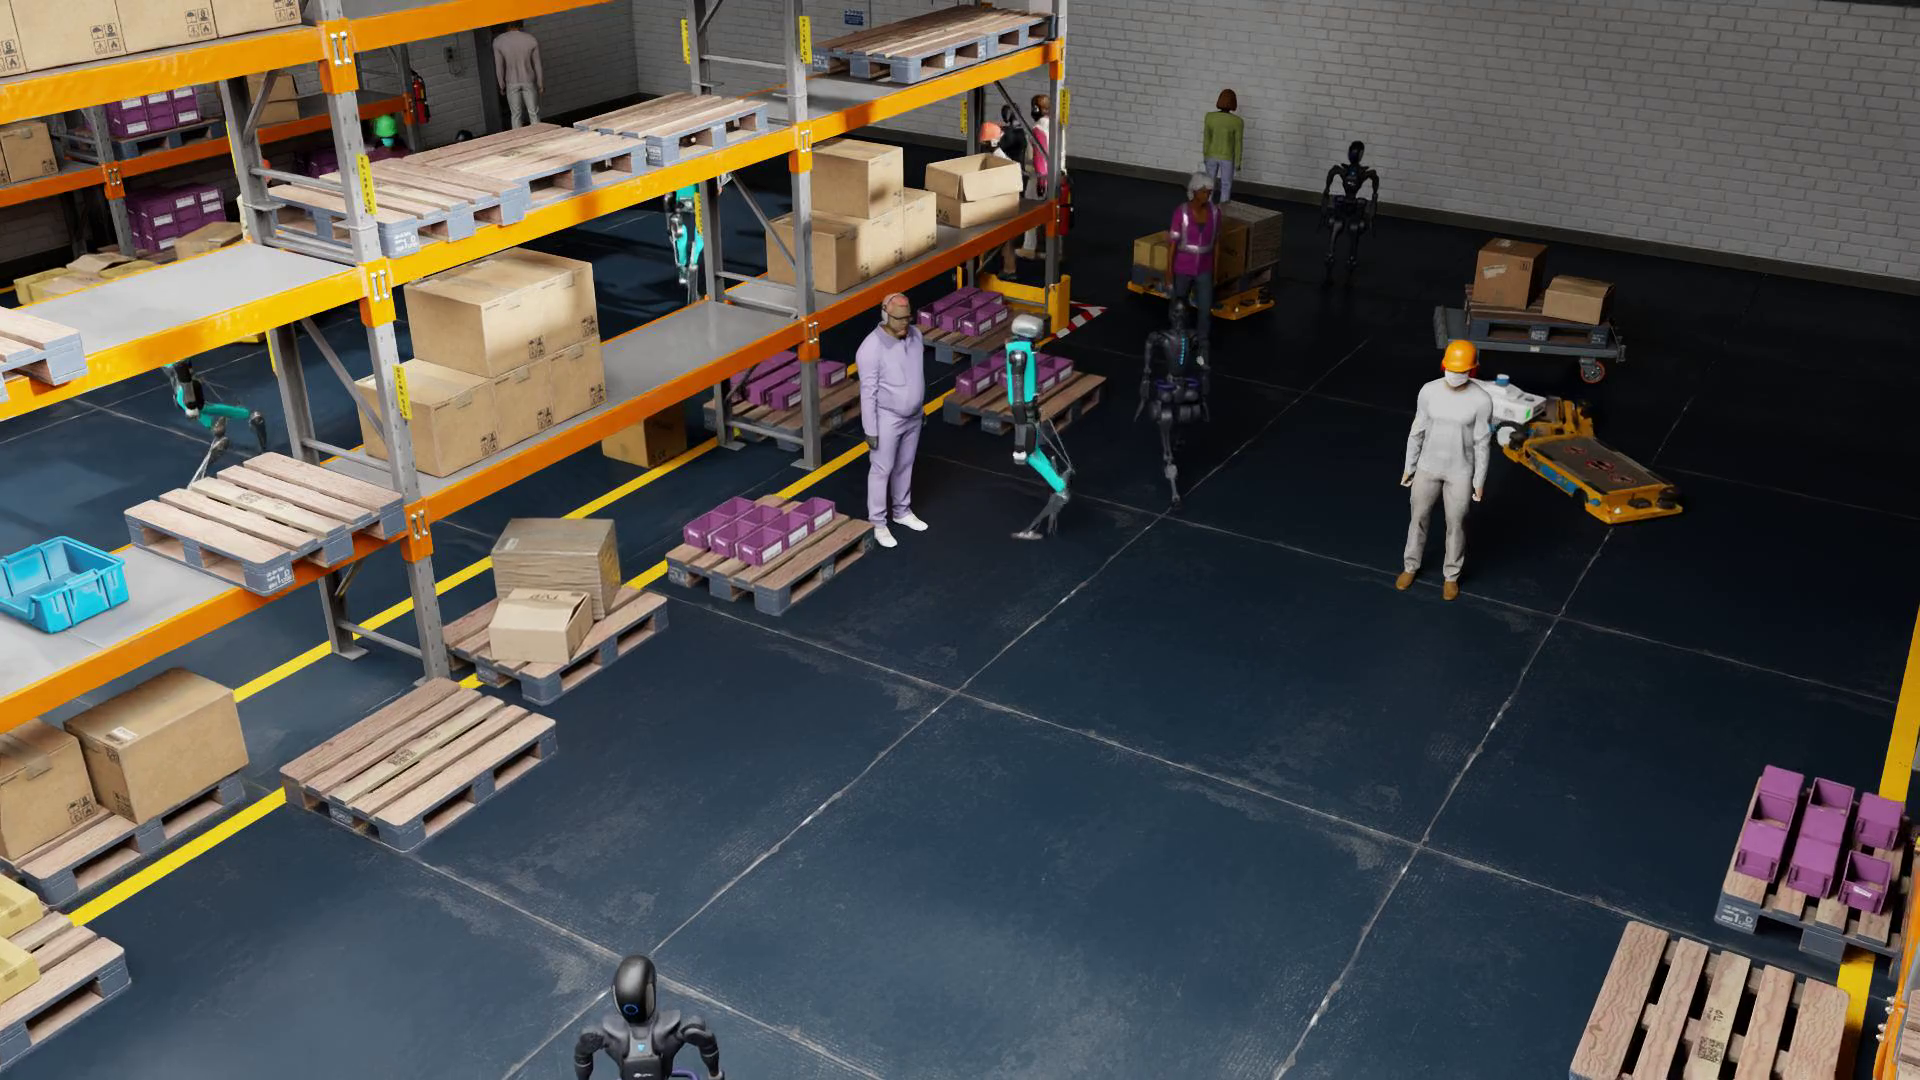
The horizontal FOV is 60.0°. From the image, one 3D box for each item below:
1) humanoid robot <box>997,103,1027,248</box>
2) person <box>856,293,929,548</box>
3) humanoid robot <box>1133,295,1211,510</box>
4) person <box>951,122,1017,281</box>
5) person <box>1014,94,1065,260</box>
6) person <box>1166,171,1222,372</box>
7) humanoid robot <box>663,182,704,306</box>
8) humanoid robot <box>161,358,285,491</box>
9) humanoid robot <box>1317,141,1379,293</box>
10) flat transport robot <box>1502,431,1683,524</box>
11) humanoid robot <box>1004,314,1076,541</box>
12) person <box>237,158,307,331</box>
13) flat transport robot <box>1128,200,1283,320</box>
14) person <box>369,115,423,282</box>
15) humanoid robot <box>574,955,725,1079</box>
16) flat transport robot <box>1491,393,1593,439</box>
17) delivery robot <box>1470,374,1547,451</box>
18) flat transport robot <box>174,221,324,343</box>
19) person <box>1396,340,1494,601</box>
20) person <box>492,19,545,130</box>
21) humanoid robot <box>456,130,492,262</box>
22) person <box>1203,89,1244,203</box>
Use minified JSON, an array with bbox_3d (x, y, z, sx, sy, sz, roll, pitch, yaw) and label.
[{"bbox_3d":[0.587,-4.067,18.691,0.598,1.655,0.605,-17,32,-30],"label":"humanoid robot"},{"bbox_3d":[-0.453,-0.889,12.145,0.404,1.904,0.648,20,33,34],"label":"person"},{"bbox_3d":[1.647,-1.083,12.846,0.612,1.626,0.781,-6,28,-12],"label":"humanoid robot"},{"bbox_3d":[0.255,-3.562,17.615,0.830,1.710,0.580,-3,27,-6],"label":"person"},{"bbox_3d":[0.900,-3.995,18.381,0.634,1.803,0.641,15,30,27],"label":"person"},{"bbox_3d":[2.159,-2.451,15.303,0.550,1.829,0.711,-2,27,-5],"label":"person"},{"bbox_3d":[-2.743,-3.040,16.616,0.537,1.776,1.017,2,27,4],"label":"humanoid robot"},{"bbox_3d":[-5.772,-1.200,12.985,1.004,1.778,0.531,-18,32,-32],"label":"humanoid robot"},{"bbox_3d":[4.037,-3.373,17.318,0.613,1.623,0.507,8,28,15],"label":"humanoid robot"},{"bbox_3d":[5.017,-0.531,13.243,0.659,0.231,1.431,-8,28,-15],"label":"flat transport robot"},{"bbox_3d":[0.644,-0.719,12.093,0.659,1.880,0.547,4,27,7],"label":"humanoid robot"},{"bbox_3d":[-6.656,-2.855,16.192,0.563,1.742,0.344,-16,31,-29],"label":"person"},{"bbox_3d":[2.504,-2.601,17.323,0.659,0.231,1.431,-24,35,-38],"label":"flat transport robot"},{"bbox_3d":[-5.784,-3.438,17.147,0.507,1.931,0.511,-15,30,-26],"label":"person"},{"bbox_3d":[-1.137,2.202,6.324,0.585,1.641,0.573,-3,27,-7],"label":"humanoid robot"},{"bbox_3d":[4.683,-1.063,14.293,1.431,0.231,0.659,8,28,15],"label":"flat transport robot"},{"bbox_3d":[4.551,-1.111,14.055,0.766,0.580,0.499,23,35,38],"label":"delivery robot"},{"bbox_3d":[-7.006,-2.320,16.770,0.659,0.231,1.431,4,27,9],"label":"flat transport robot"},{"bbox_3d":[3.316,-0.481,11.367,0.560,1.888,0.399,14,30,25],"label":"person"},{"bbox_3d":[-5.941,-6.180,22.532,0.635,1.939,0.364,-6,28,-12],"label":"person"},{"bbox_3d":[-5.162,-3.482,17.515,0.591,1.650,0.542,2,27,3],"label":"humanoid robot"},{"bbox_3d":[3.065,-4.454,19.474,0.492,1.624,0.281,14,30,25],"label":"person"}]
